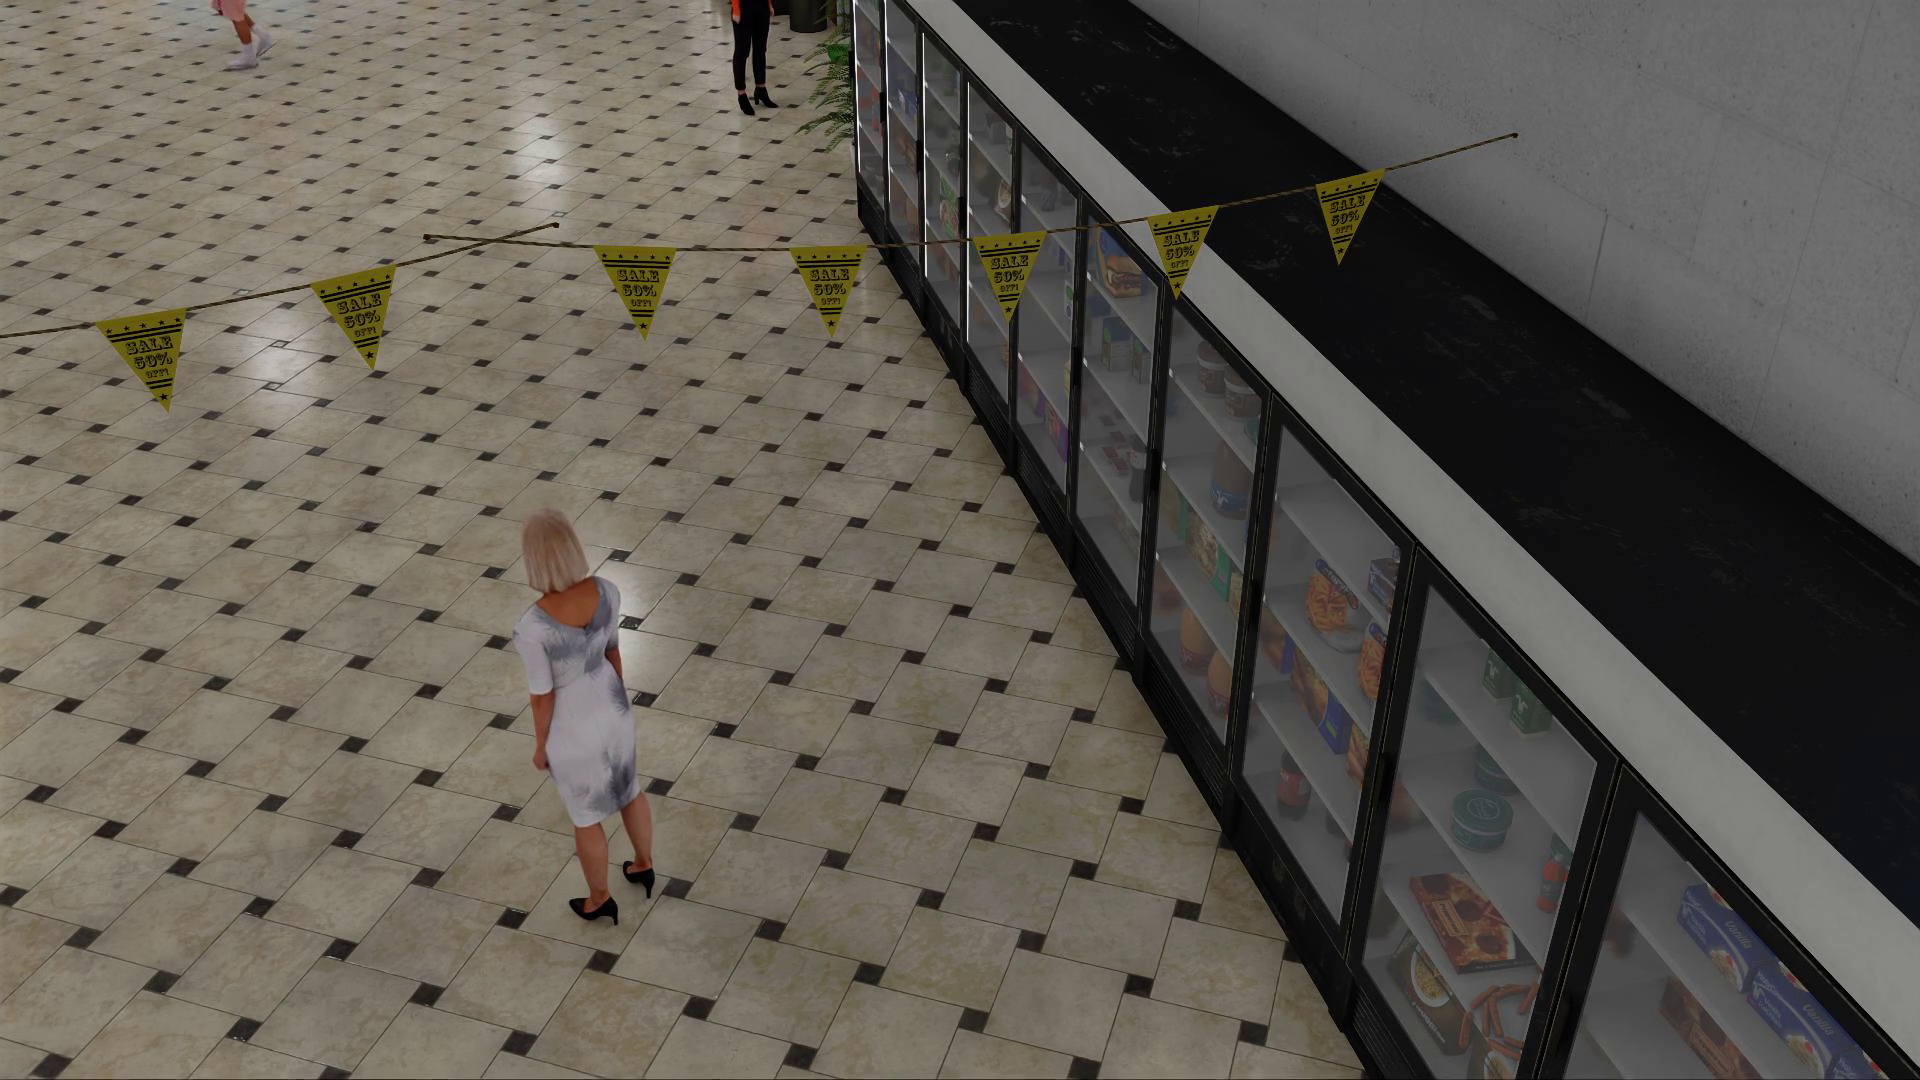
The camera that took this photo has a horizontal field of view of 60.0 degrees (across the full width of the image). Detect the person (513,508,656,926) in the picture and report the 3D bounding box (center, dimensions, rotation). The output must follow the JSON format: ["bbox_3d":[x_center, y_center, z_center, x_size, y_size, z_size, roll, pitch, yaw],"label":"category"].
[{"bbox_3d":[-1.329,0.655,5.941,0.706,1.749,0.614,25,40,34],"label":"person"}]

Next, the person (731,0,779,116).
[{"bbox_3d":[-1.819,-4.602,14.390,0.769,1.748,0.670,26,40,35],"label":"person"}]

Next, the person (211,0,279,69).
[{"bbox_3d":[-6.727,-5.240,15.416,0.846,1.747,0.779,-8,33,-13],"label":"person"}]
